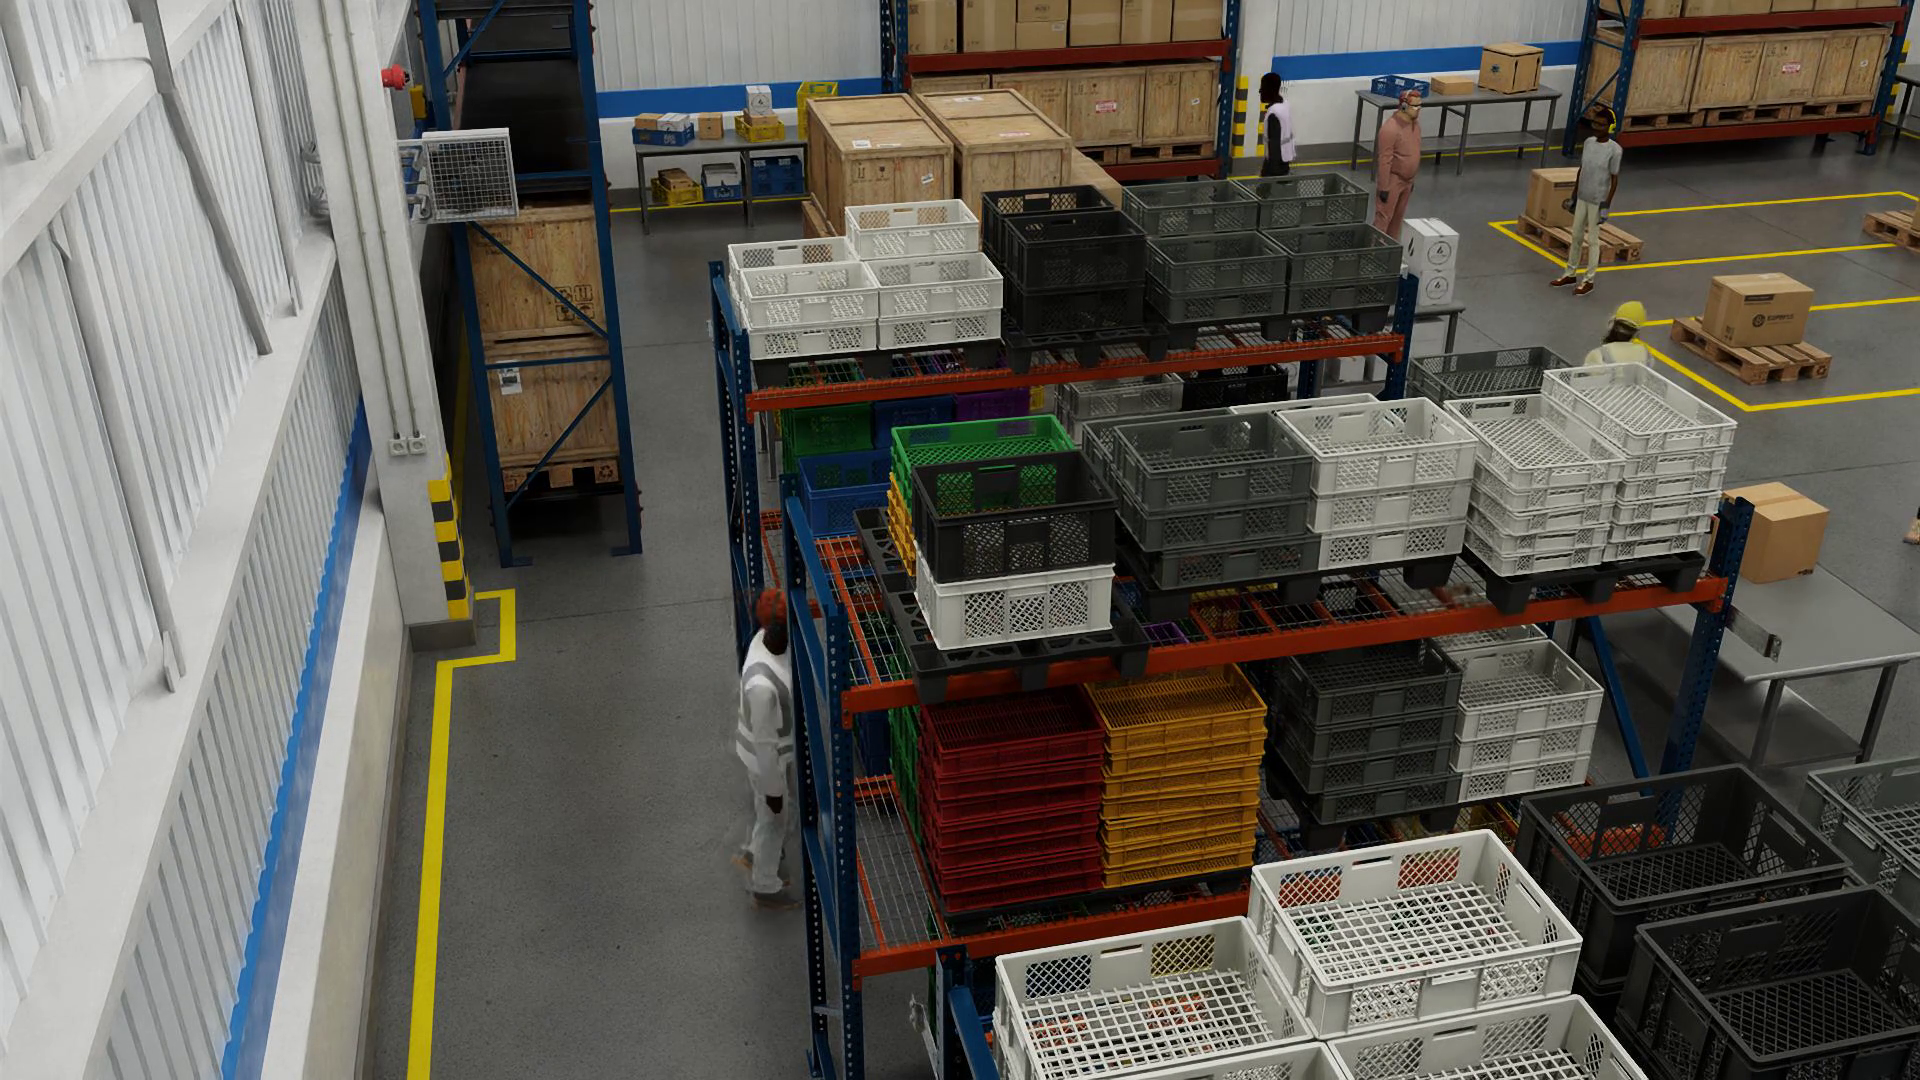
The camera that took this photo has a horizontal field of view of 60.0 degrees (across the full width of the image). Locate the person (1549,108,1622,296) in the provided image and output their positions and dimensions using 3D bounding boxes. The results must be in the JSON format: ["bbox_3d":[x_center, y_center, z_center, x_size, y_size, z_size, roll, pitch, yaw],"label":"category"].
[{"bbox_3d":[6.364,-3.420,16.800,0.328,1.874,0.515,-14,31,-24],"label":"person"}]

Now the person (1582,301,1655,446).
[{"bbox_3d":[4.602,-0.833,12.000,0.689,1.797,0.406,-9,29,-16],"label":"person"}]

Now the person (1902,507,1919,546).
[{"bbox_3d":[7.217,-0.727,11.912,0.547,1.644,0.860,24,36,37],"label":"person"}]

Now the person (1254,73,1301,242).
[{"bbox_3d":[3.497,-4.161,18.218,0.698,1.881,0.609,10,29,18],"label":"person"}]

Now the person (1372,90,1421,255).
[{"bbox_3d":[4.584,-3.751,17.406,0.401,1.900,0.637,24,36,38],"label":"person"}]

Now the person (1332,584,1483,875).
[{"bbox_3d":[2.340,1.026,8.362,1.006,1.871,0.657,-7,29,-12],"label":"person"}]

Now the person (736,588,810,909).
[{"bbox_3d":[-0.912,1.056,8.300,0.399,1.876,0.624,2,28,3],"label":"person"}]

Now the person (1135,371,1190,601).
[{"bbox_3d":[1.362,-0.285,10.883,0.429,1.847,0.627,-19,33,-31],"label":"person"}]
